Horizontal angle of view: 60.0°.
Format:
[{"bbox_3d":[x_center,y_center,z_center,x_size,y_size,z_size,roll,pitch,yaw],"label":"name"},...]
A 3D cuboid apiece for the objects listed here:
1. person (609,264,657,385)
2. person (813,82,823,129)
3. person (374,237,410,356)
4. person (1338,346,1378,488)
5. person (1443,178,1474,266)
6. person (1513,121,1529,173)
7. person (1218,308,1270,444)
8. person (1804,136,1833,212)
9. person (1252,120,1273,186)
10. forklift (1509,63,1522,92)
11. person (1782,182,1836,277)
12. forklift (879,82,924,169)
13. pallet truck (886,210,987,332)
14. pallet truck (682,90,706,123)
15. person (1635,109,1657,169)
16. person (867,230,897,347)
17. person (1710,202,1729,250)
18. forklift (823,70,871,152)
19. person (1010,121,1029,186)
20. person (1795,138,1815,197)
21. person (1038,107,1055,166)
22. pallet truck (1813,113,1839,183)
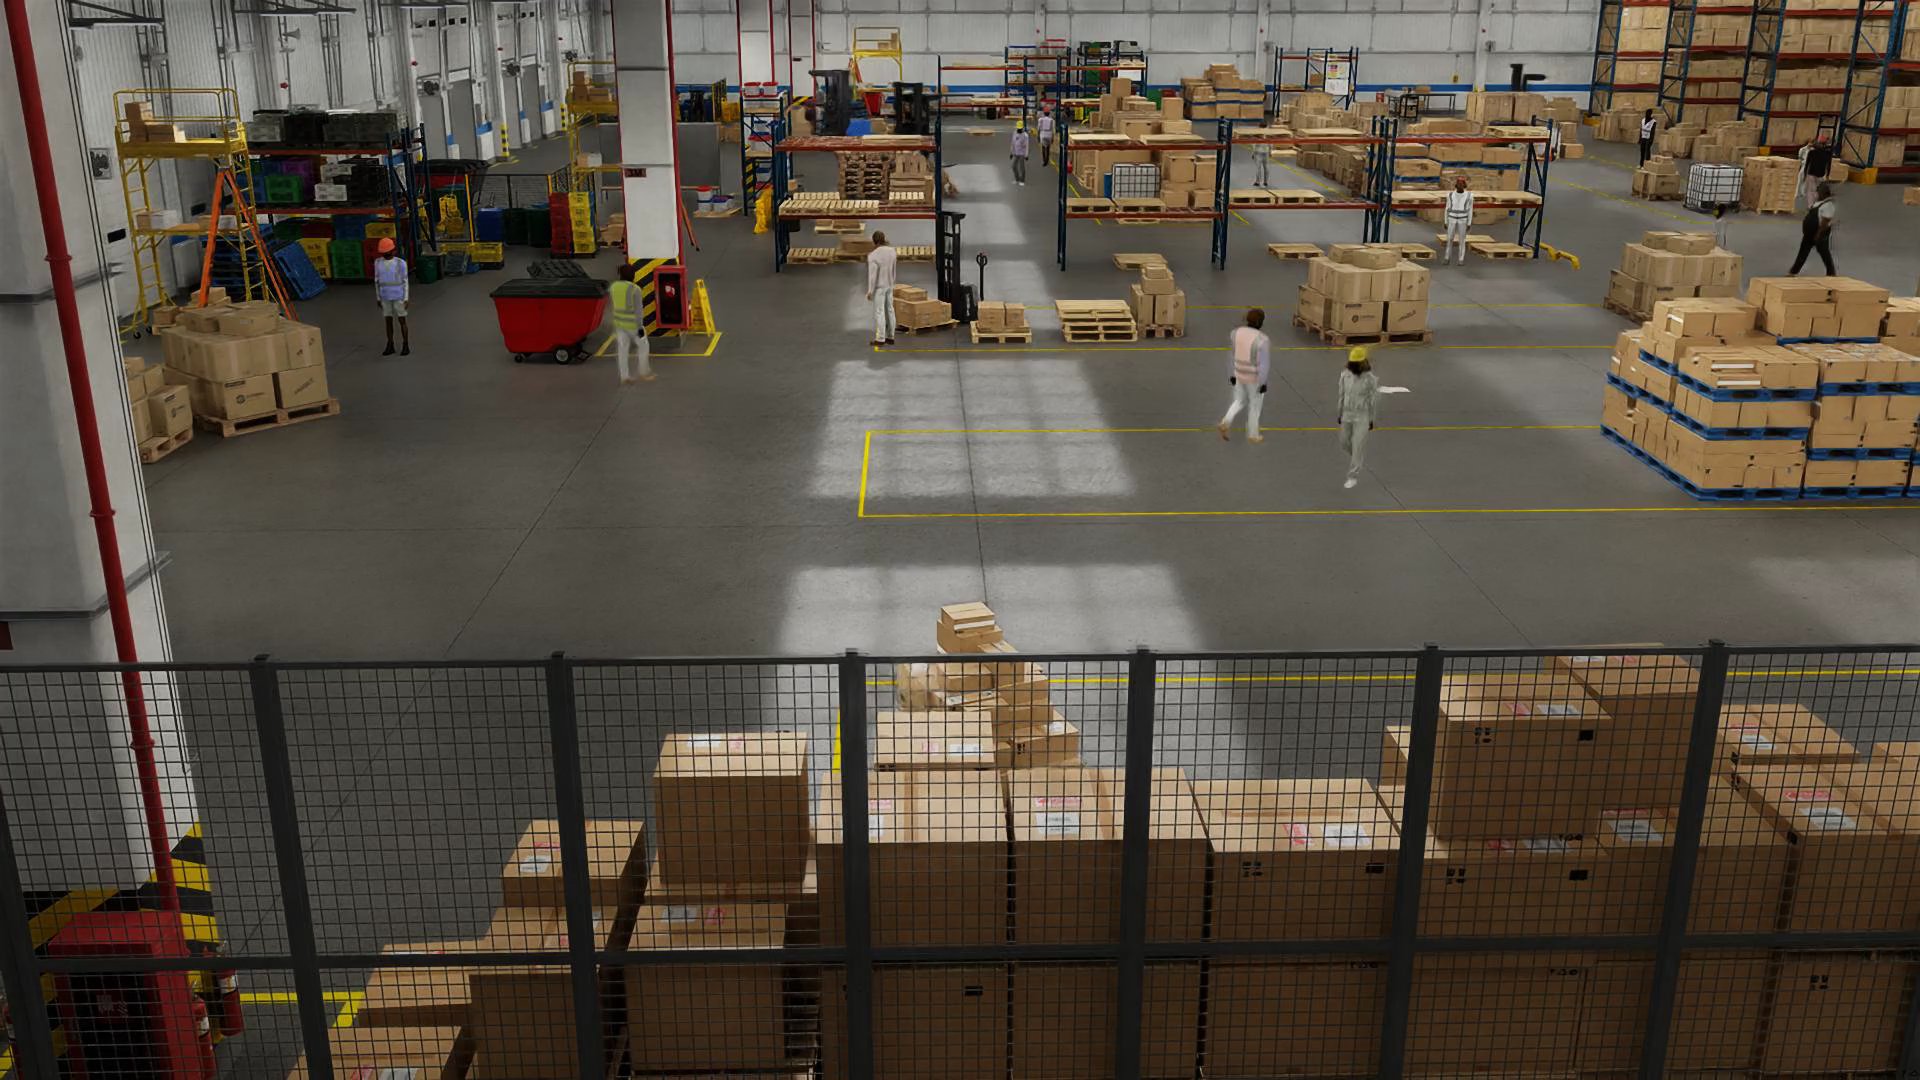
[{"bbox_3d":[-4.937,-3.282,25.236,0.661,1.818,0.727,11,22,30],"label":"person"},{"bbox_3d":[-5.909,-17.859,68.337,0.628,1.925,0.433,9,21,25],"label":"person"},{"bbox_3d":[-9.249,-3.966,27.088,0.542,1.938,0.358,1,19,4],"label":"person"},{"bbox_3d":[4.837,-1.526,20.183,0.492,1.729,0.577,14,23,35],"label":"person"},{"bbox_3d":[10.677,-6.822,35.667,0.574,1.876,0.356,9,21,24],"label":"person"},{"bbox_3d":[17.810,-12.458,52.752,0.531,1.621,0.470,-9,21,-25],"label":"person"},{"bbox_3d":[3.756,-2.126,21.805,0.610,1.831,0.629,-14,23,-37],"label":"person"},{"bbox_3d":[22.776,-9.736,44.187,0.647,1.942,0.990,11,21,29],"label":"person"},{"bbox_3d":[8.973,-11.497,49.429,0.628,1.939,0.374,-4,19,-11],"label":"person"},{"bbox_3d":[21.238,-16.850,63.858,1.873,2.768,1.129,4,19,13],"label":"forklift"},{"bbox_3d":[17.533,-6.329,33.939,1.008,2.000,0.692,1,19,2],"label":"person"},{"bbox_3d":[-1.621,-13.024,52.507,1.129,2.768,1.873,14,23,35],"label":"forklift"},{"bbox_3d":[-0.493,-4.759,29.349,1.885,1.965,0.823,-13,23,-34],"label":"pallet truck"},{"bbox_3d":[-9.671,-15.907,62.421,0.823,1.965,1.885,5,19,15],"label":"pallet truck"},{"bbox_3d":[22.272,-12.995,53.921,0.396,1.911,0.588,-7,20,-20],"label":"person"},{"bbox_3d":[-1.312,-4.195,27.771,0.375,1.938,0.627,15,24,38],"label":"person"},{"bbox_3d":[14.529,-5.529,31.874,0.517,1.851,0.725,-13,23,-34],"label":"person"},{"bbox_3d":[-4.238,-15.375,59.482,1.873,2.768,1.129,-10,21,-26],"label":"forklift"},{"bbox_3d":[1.768,-11.521,49.553,0.632,1.903,0.493,14,23,36],"label":"person"},{"bbox_3d":[23.885,-10.533,47.037,0.511,1.637,0.307,-7,20,-19],"label":"person"},{"bbox_3d":[2.857,-13.336,54.956,0.540,1.908,0.956,0,19,-1],"label":"person"},{"bbox_3d":[26.403,-11.957,50.702,0.823,1.965,1.885,6,19,16],"label":"pallet truck"}]
